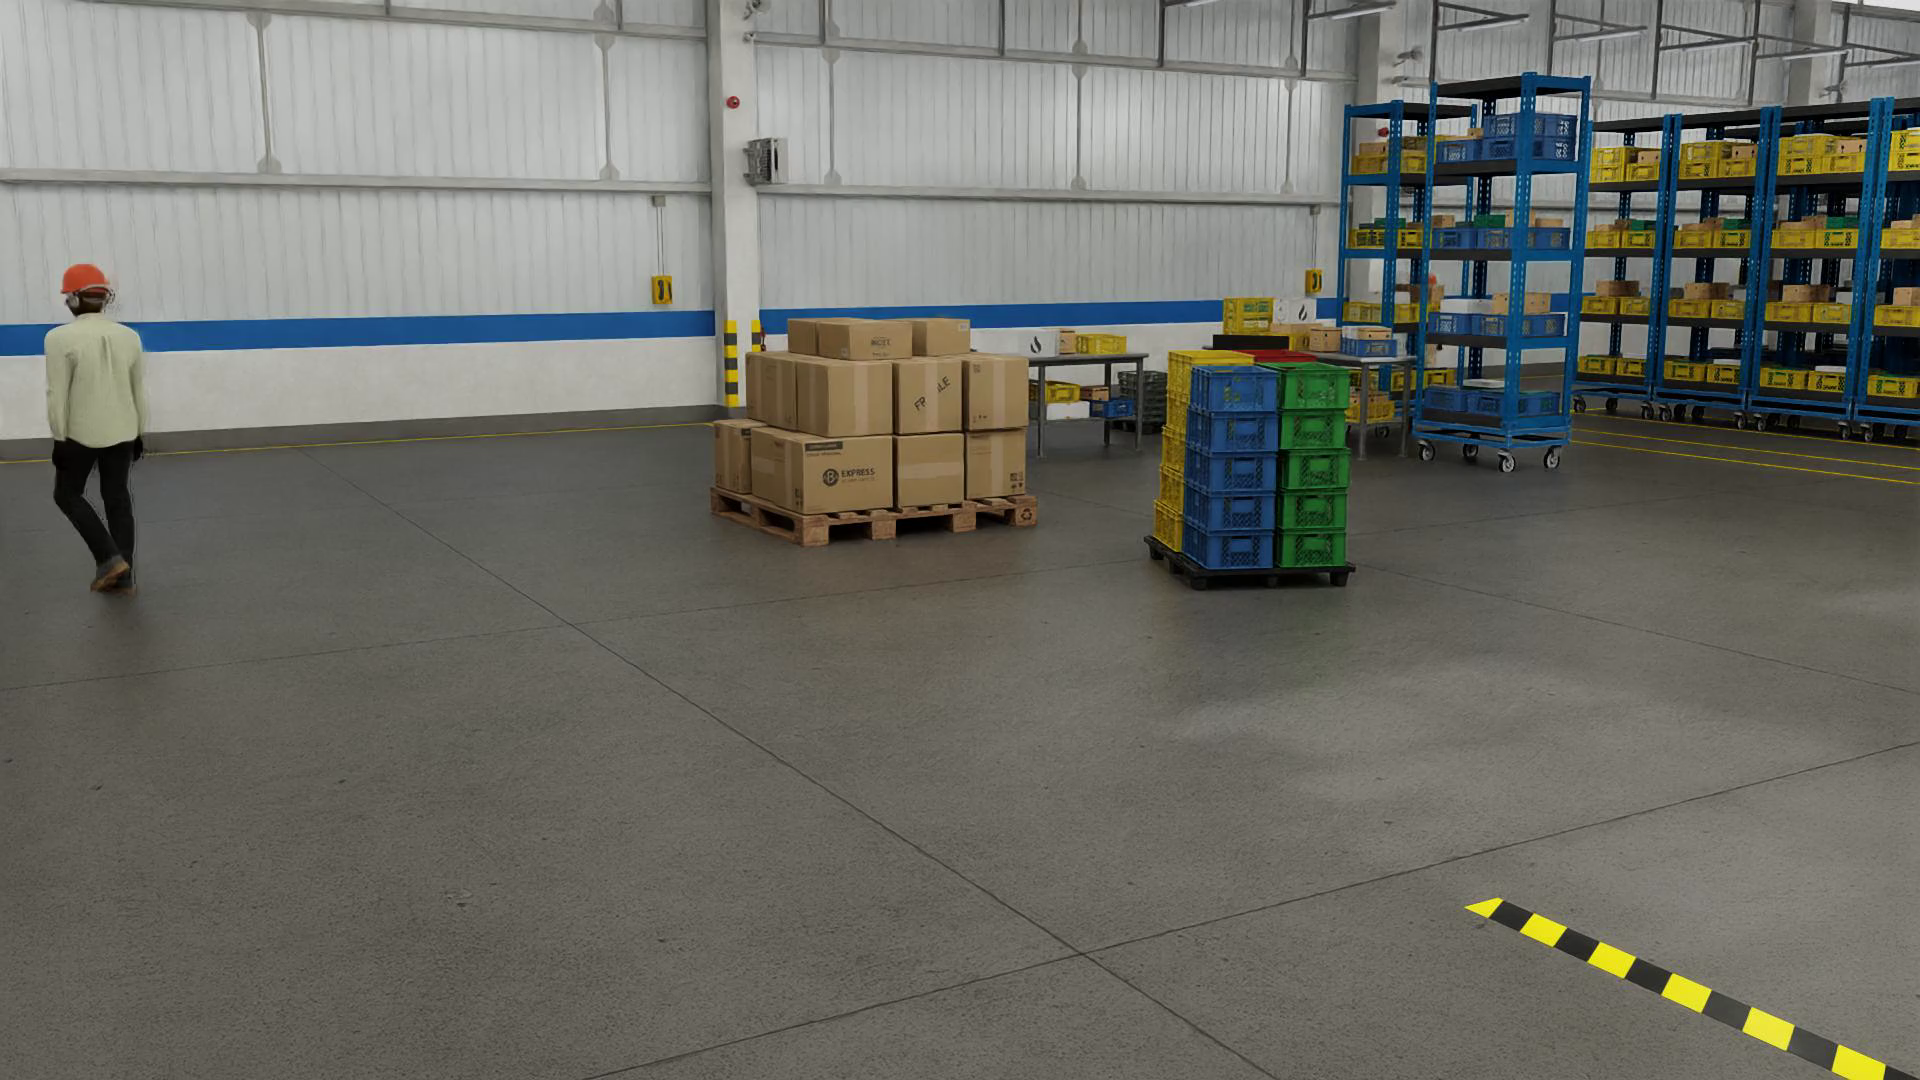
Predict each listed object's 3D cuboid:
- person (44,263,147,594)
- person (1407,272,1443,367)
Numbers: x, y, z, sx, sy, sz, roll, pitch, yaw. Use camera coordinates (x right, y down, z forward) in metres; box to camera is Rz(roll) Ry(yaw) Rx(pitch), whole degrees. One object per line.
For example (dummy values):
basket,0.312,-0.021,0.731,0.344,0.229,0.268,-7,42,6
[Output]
person,-5.114,-0.641,9.857,0.440,1.974,0.643,5,11,28
person,6.275,-2.761,22.538,0.641,1.736,0.574,-5,11,-28
